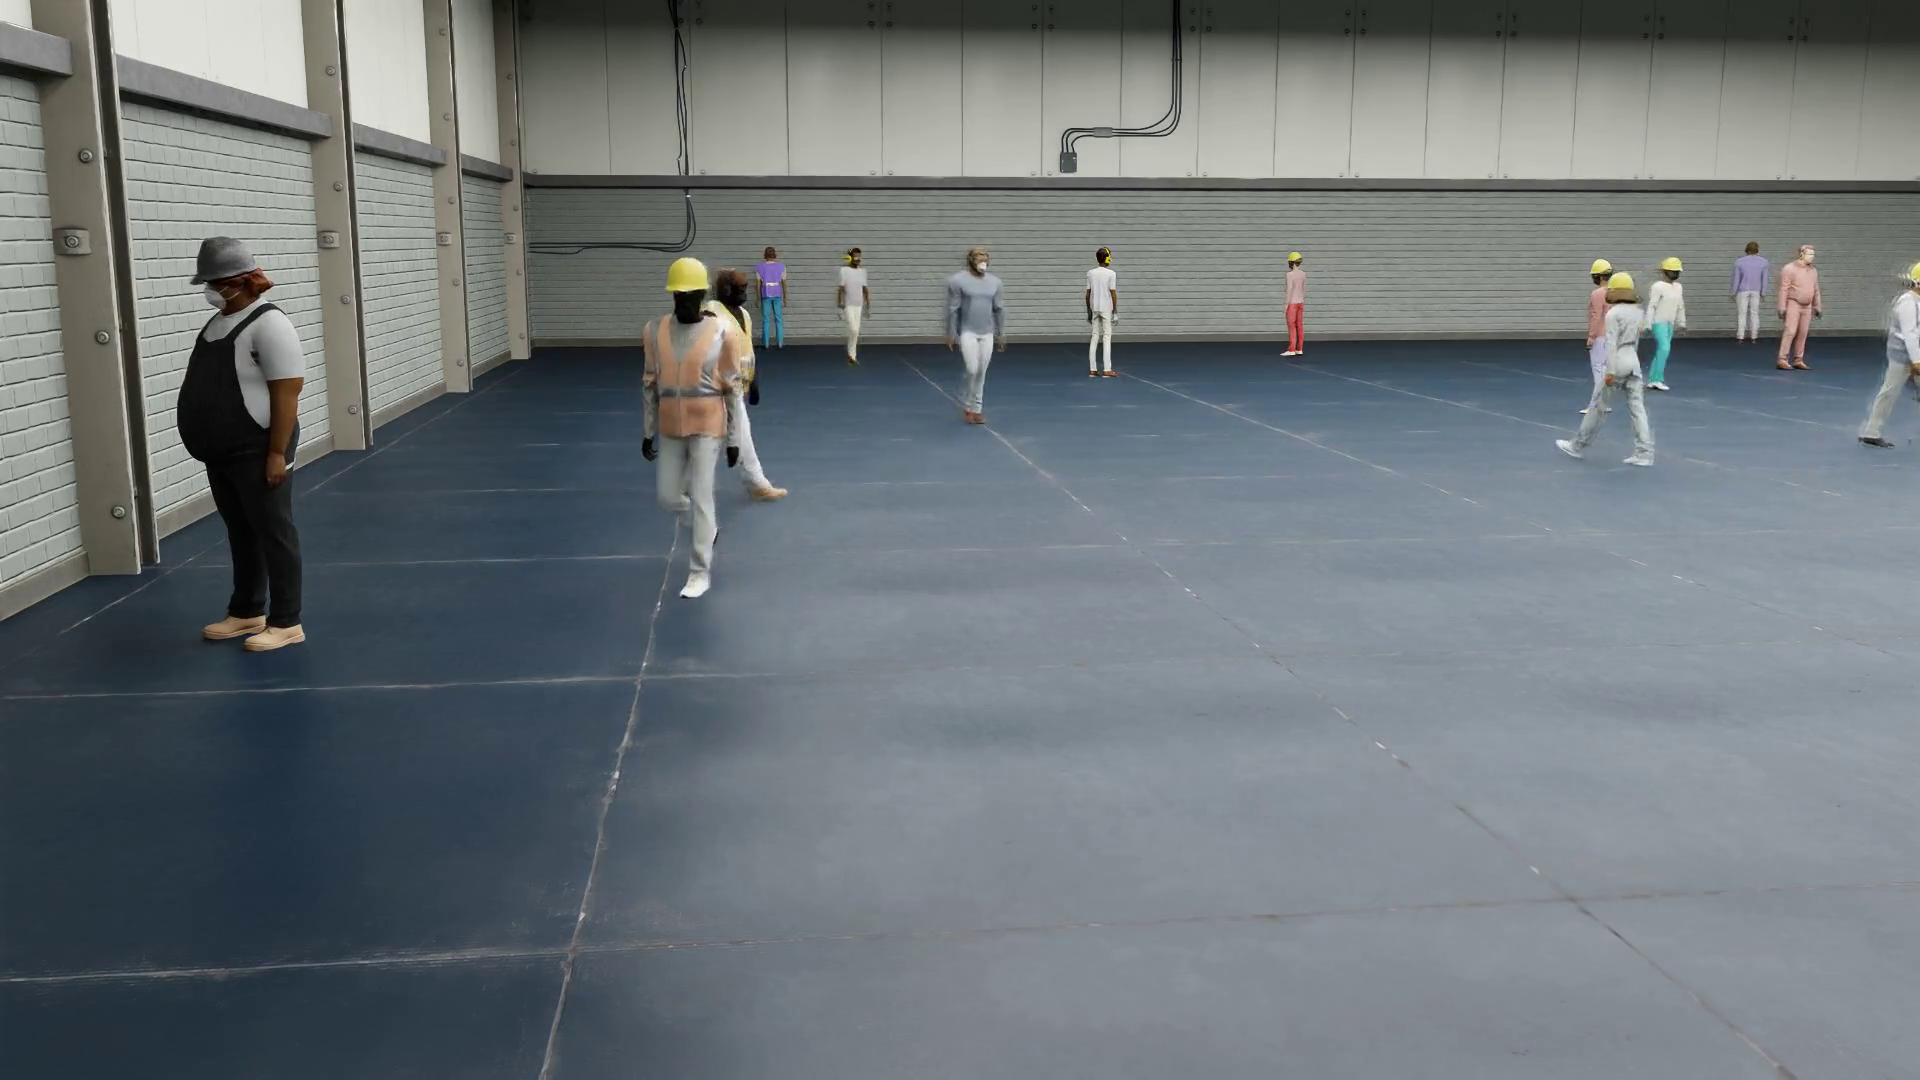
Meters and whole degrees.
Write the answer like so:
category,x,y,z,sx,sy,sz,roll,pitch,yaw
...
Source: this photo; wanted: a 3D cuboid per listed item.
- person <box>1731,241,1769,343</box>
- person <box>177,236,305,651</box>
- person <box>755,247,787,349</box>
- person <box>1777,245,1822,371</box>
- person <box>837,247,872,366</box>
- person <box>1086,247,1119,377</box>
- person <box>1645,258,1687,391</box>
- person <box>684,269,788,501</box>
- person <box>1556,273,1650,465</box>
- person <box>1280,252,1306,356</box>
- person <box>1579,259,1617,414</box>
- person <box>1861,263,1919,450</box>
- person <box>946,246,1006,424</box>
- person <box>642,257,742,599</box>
category,x,y,z,sx,sy,sz,roll,pitch,yaw
person,15.033,-4.712,31.686,0.635,1.937,0.352,1,10,6
person,-3.548,-0.476,8.184,0.674,2.000,0.536,9,13,39
person,-3.413,-4.372,30.079,0.570,1.842,0.379,-3,11,-16
person,12.796,-3.532,25.339,0.681,1.896,0.420,-4,11,-20
person,-1.631,-3.655,26.117,0.564,1.852,0.529,-8,13,-39
person,2.065,-3.289,24.072,0.532,1.871,0.319,7,13,35
person,9.333,-2.835,21.906,0.544,1.744,0.596,-6,12,-31
person,-1.814,-1.204,12.894,0.999,1.785,0.631,3,11,18
person,5.862,-1.537,14.936,0.515,1.695,0.899,-7,12,-32
person,5.673,-4.011,28.317,0.312,1.767,0.533,10,14,44
person,7.318,-2.319,19.044,0.528,1.765,0.328,-10,14,-44
person,9.036,-1.714,15.652,0.590,1.783,0.926,-9,14,-41
person,0.206,-2.189,17.889,0.661,1.921,0.545,-5,11,-24
person,-1.509,-0.648,9.479,0.608,1.911,0.587,3,11,17
